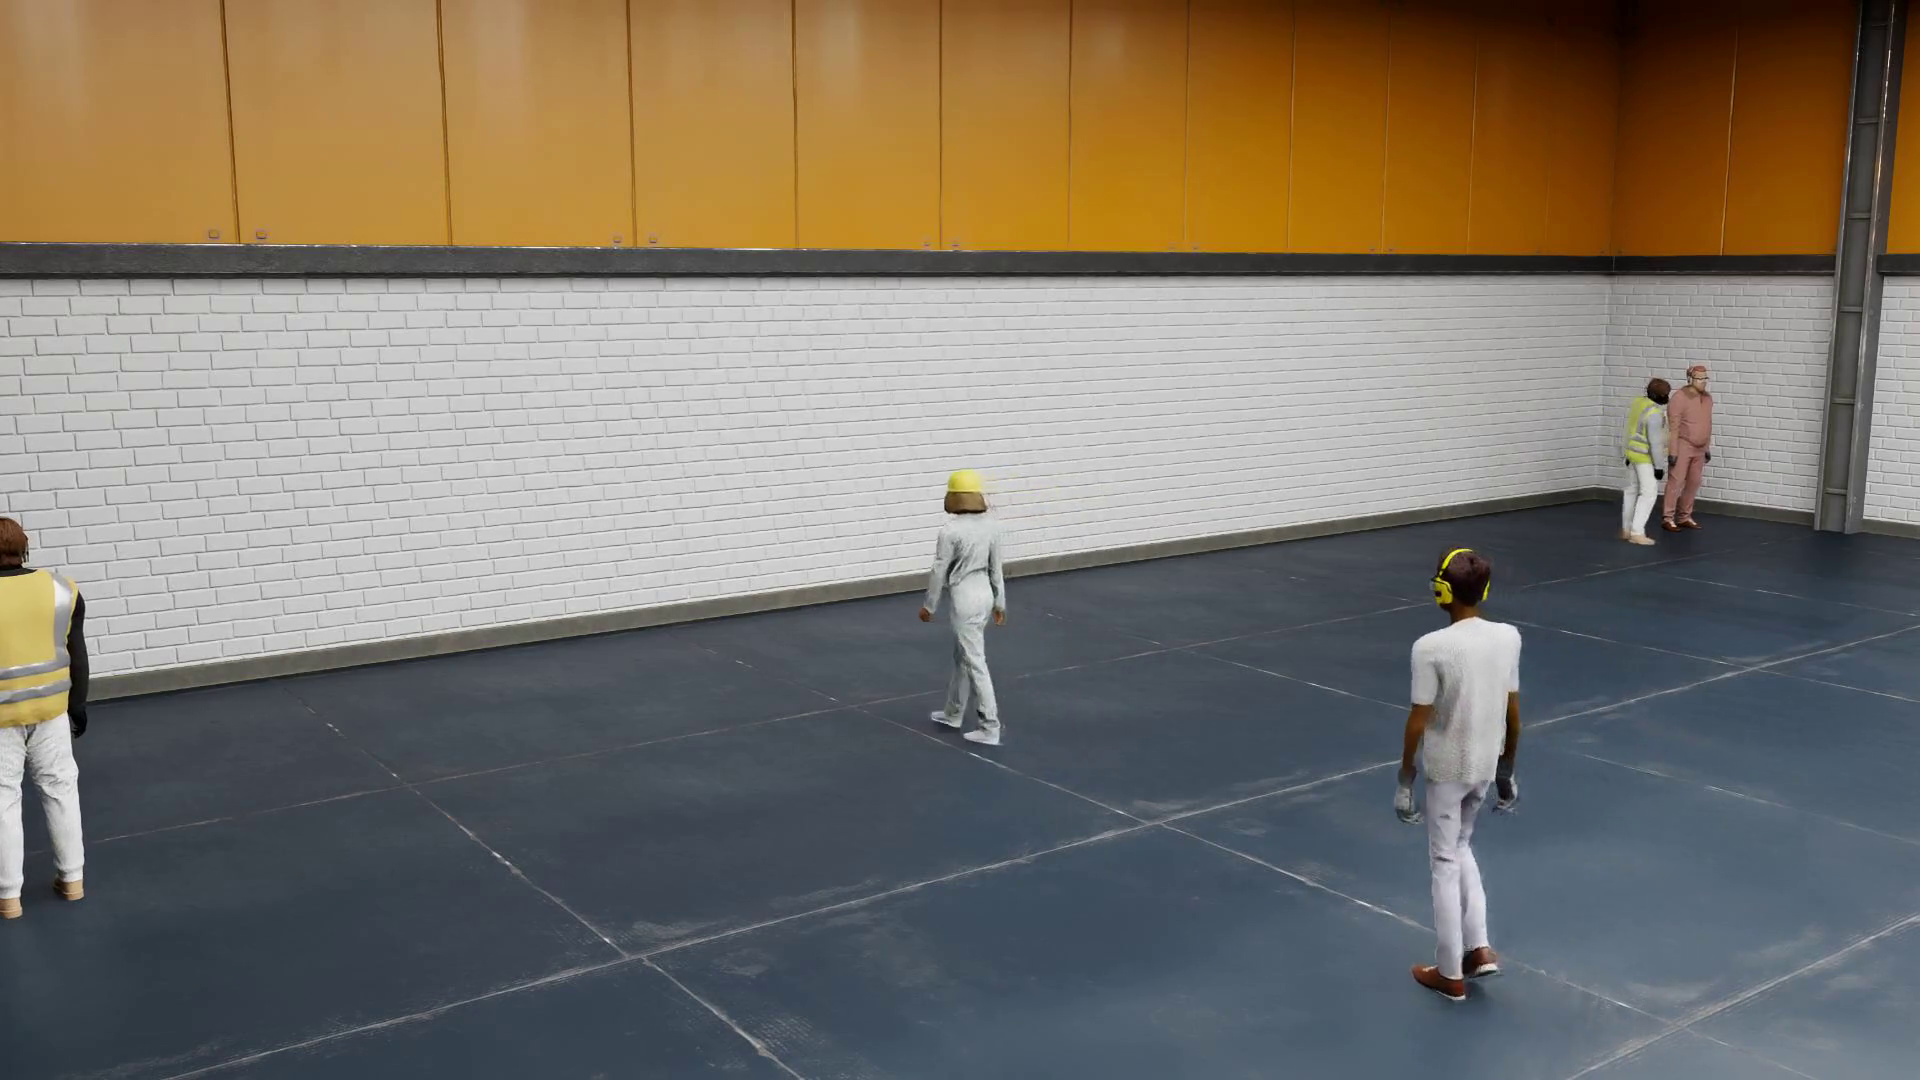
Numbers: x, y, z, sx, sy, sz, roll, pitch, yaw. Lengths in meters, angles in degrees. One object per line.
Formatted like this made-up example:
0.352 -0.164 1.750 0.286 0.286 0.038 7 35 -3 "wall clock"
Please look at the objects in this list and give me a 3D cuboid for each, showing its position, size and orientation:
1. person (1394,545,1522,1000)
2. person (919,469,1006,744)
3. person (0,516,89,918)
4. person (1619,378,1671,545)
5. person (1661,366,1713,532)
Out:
1.994 0.943 6.730 0.547 1.855 0.385 -4 10 -22 "person"
-0.018 0.409 10.485 0.778 1.709 0.492 8 12 39 "person"
-4.340 0.803 7.646 0.429 1.842 0.636 8 12 39 "person"
7.438 -0.860 18.059 0.433 1.810 0.763 1 9 3 "person"
8.251 -1.024 18.834 0.651 1.892 0.439 -5 11 -29 "person"
